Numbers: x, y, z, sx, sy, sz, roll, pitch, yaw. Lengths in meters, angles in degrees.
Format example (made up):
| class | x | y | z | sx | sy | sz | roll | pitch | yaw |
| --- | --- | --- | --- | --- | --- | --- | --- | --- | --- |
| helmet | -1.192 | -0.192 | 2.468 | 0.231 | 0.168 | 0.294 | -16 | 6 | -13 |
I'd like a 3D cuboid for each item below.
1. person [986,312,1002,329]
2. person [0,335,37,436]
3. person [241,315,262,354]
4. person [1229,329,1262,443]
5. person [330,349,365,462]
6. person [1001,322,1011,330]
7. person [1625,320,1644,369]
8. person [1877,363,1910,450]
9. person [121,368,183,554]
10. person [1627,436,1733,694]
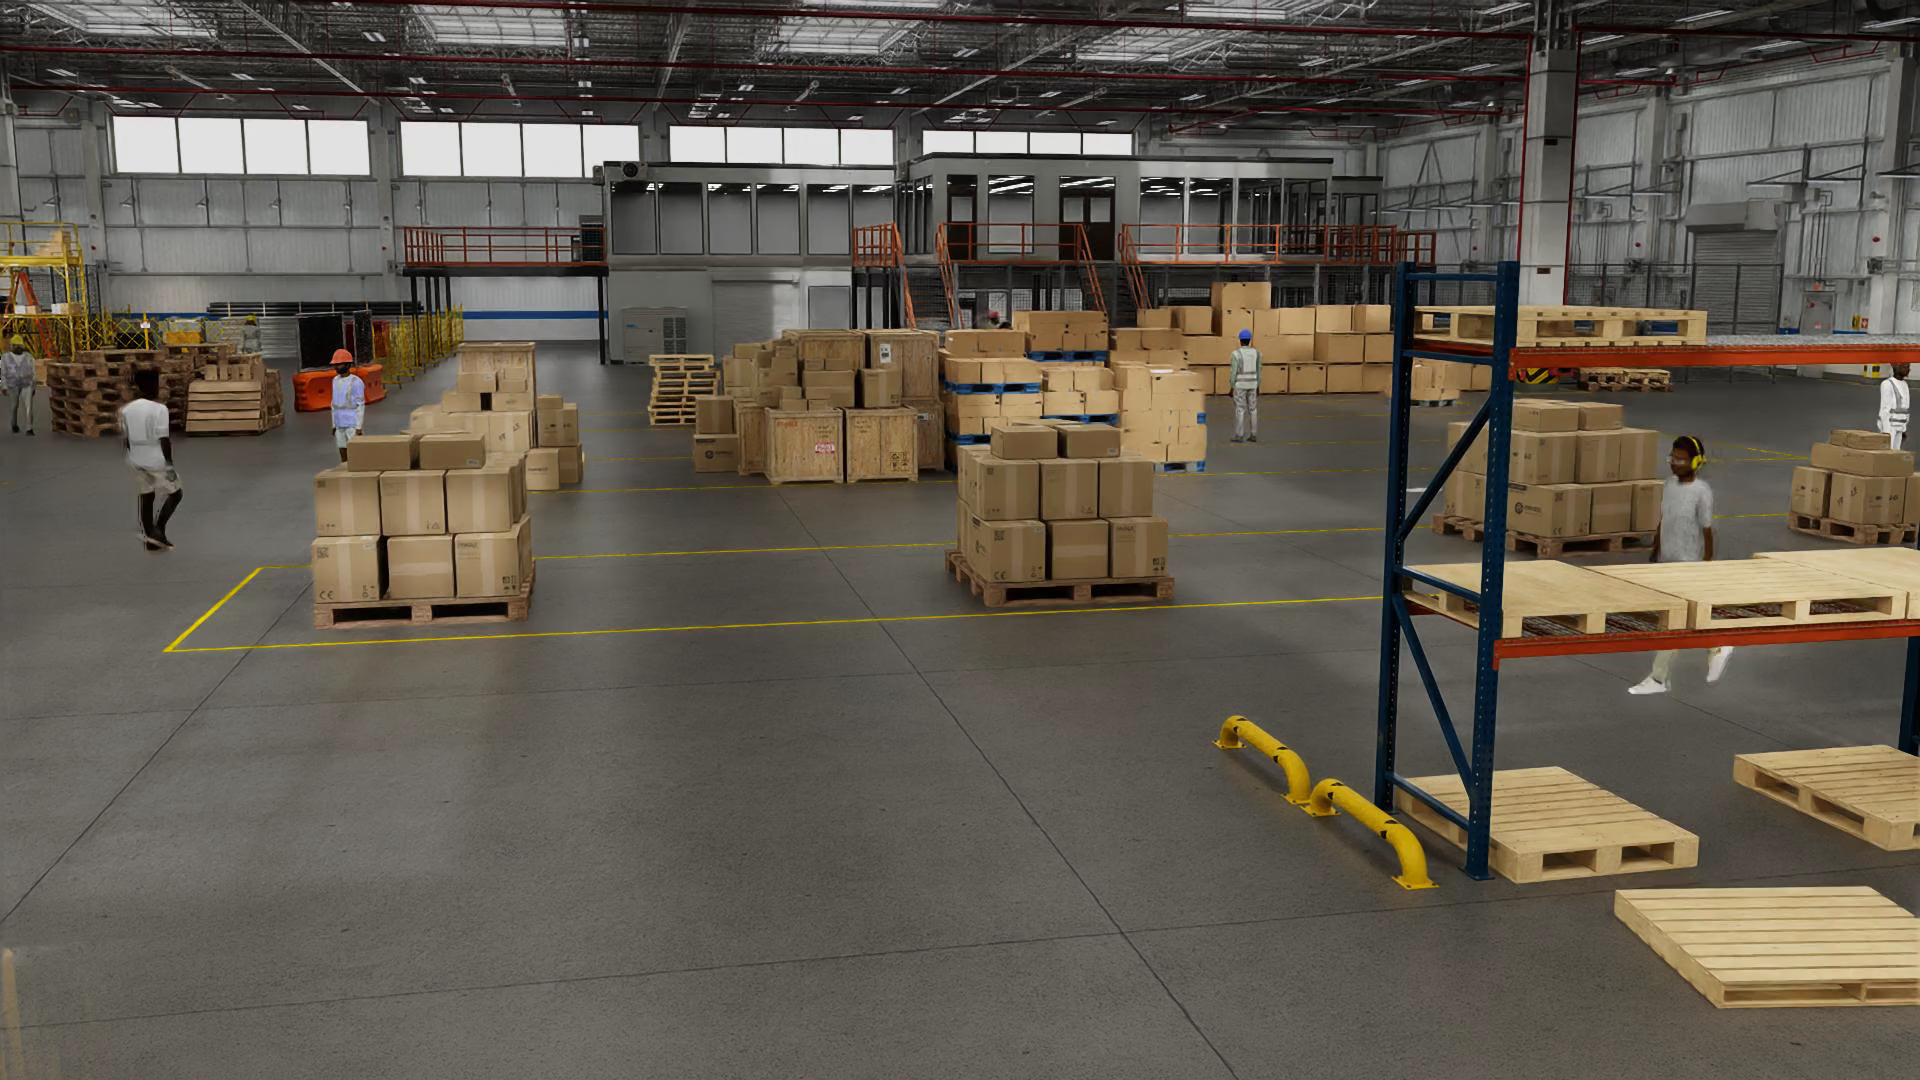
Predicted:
| class | x | y | z | sx | sy | sz | roll | pitch | yaw |
| --- | --- | --- | --- | --- | --- | --- | --- | --- | --- |
| person | 0.884 | -4.721 | 41.399 | 0.975 | 1.884 | 0.571 | -6 | 11 | -34 |
| person | -16.941 | -2.787 | 29.923 | 0.586 | 1.804 | 0.841 | -6 | 11 | -34 |
| person | -19.384 | -5.297 | 45.506 | 0.496 | 1.700 | 0.884 | -3 | 10 | -15 |
| person | 4.889 | -2.642 | 28.560 | 0.607 | 1.947 | 0.406 | -4 | 10 | -21 |
| person | -8.048 | -1.531 | 21.820 | 0.545 | 1.939 | 0.354 | 5 | 10 | 27 |
| person | 0.952 | -3.592 | 34.613 | 1.026 | 1.860 | 0.627 | 6 | 11 | 31 |
| person | 19.038 | -5.560 | 46.730 | 0.510 | 1.827 | 0.698 | -8 | 12 | -41 |
| person | 11.981 | -1.425 | 21.342 | 0.574 | 1.883 | 0.355 | -8 | 12 | -39 |
| person | -8.463 | -0.824 | 17.447 | 0.632 | 1.954 | 0.419 | 4 | 10 | 21 |
| person | 5.138 | 0.170 | 11.755 | 0.808 | 1.845 | 0.522 | -1 | 9 | -9 |
